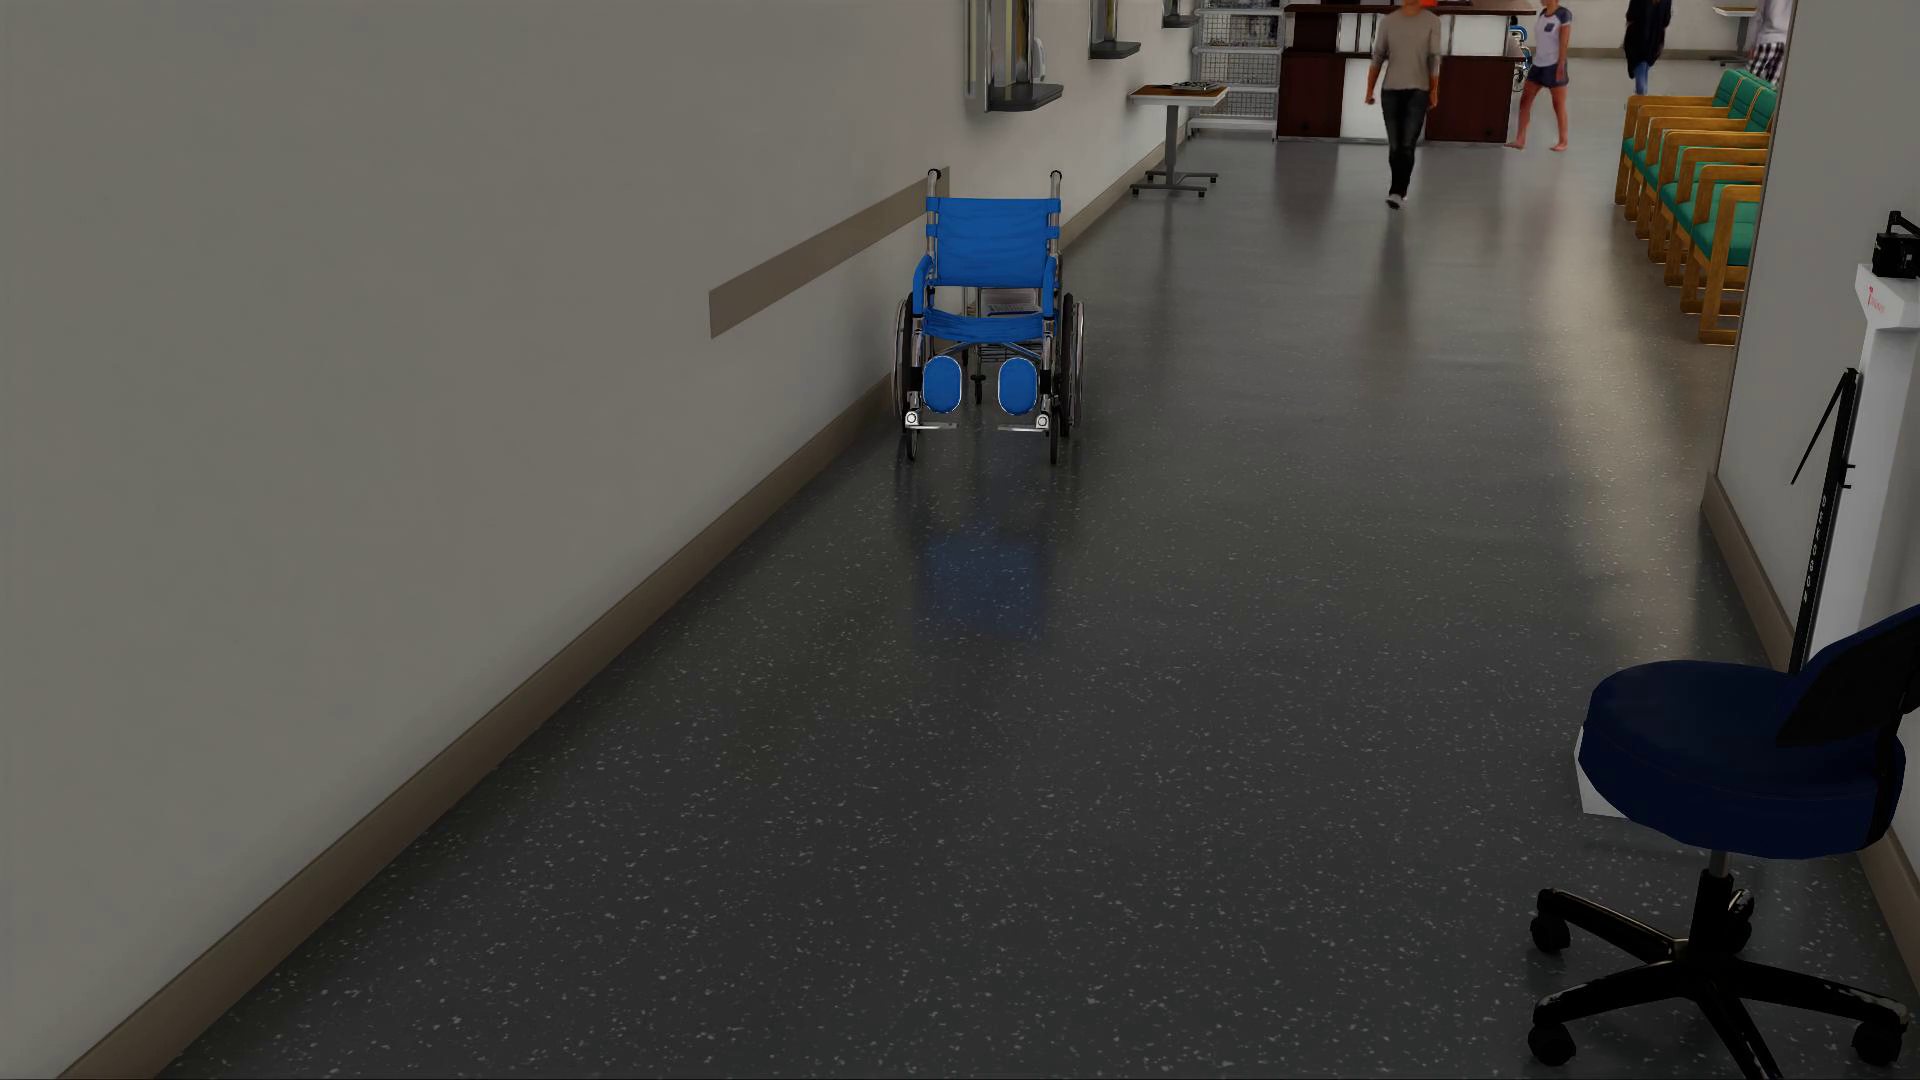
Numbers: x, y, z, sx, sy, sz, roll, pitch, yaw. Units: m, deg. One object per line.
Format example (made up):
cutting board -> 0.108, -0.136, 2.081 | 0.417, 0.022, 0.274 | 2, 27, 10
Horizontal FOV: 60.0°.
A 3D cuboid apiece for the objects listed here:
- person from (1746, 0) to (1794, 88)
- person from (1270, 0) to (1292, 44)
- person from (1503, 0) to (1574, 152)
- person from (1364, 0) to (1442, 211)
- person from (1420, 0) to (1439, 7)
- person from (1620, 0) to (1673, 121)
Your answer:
person -> 8.397, -5.082, 17.124 | 0.611, 1.833, 0.722 | 4, 21, 10
person -> 5.663, -9.715, 29.388 | 1.183, 1.811, 1.085 | -5, 21, -13
person -> 5.753, -4.560, 16.076 | 1.022, 1.599, 0.936 | -10, 23, -24
person -> 3.506, -3.497, 13.024 | 1.055, 1.773, 0.885 | 10, 23, 26
person -> 5.559, -6.177, 20.134 | 0.644, 1.749, 0.659 | 7, 22, 18
person -> 7.538, -5.404, 18.228 | 0.984, 1.654, 0.847 | -1, 21, -2
